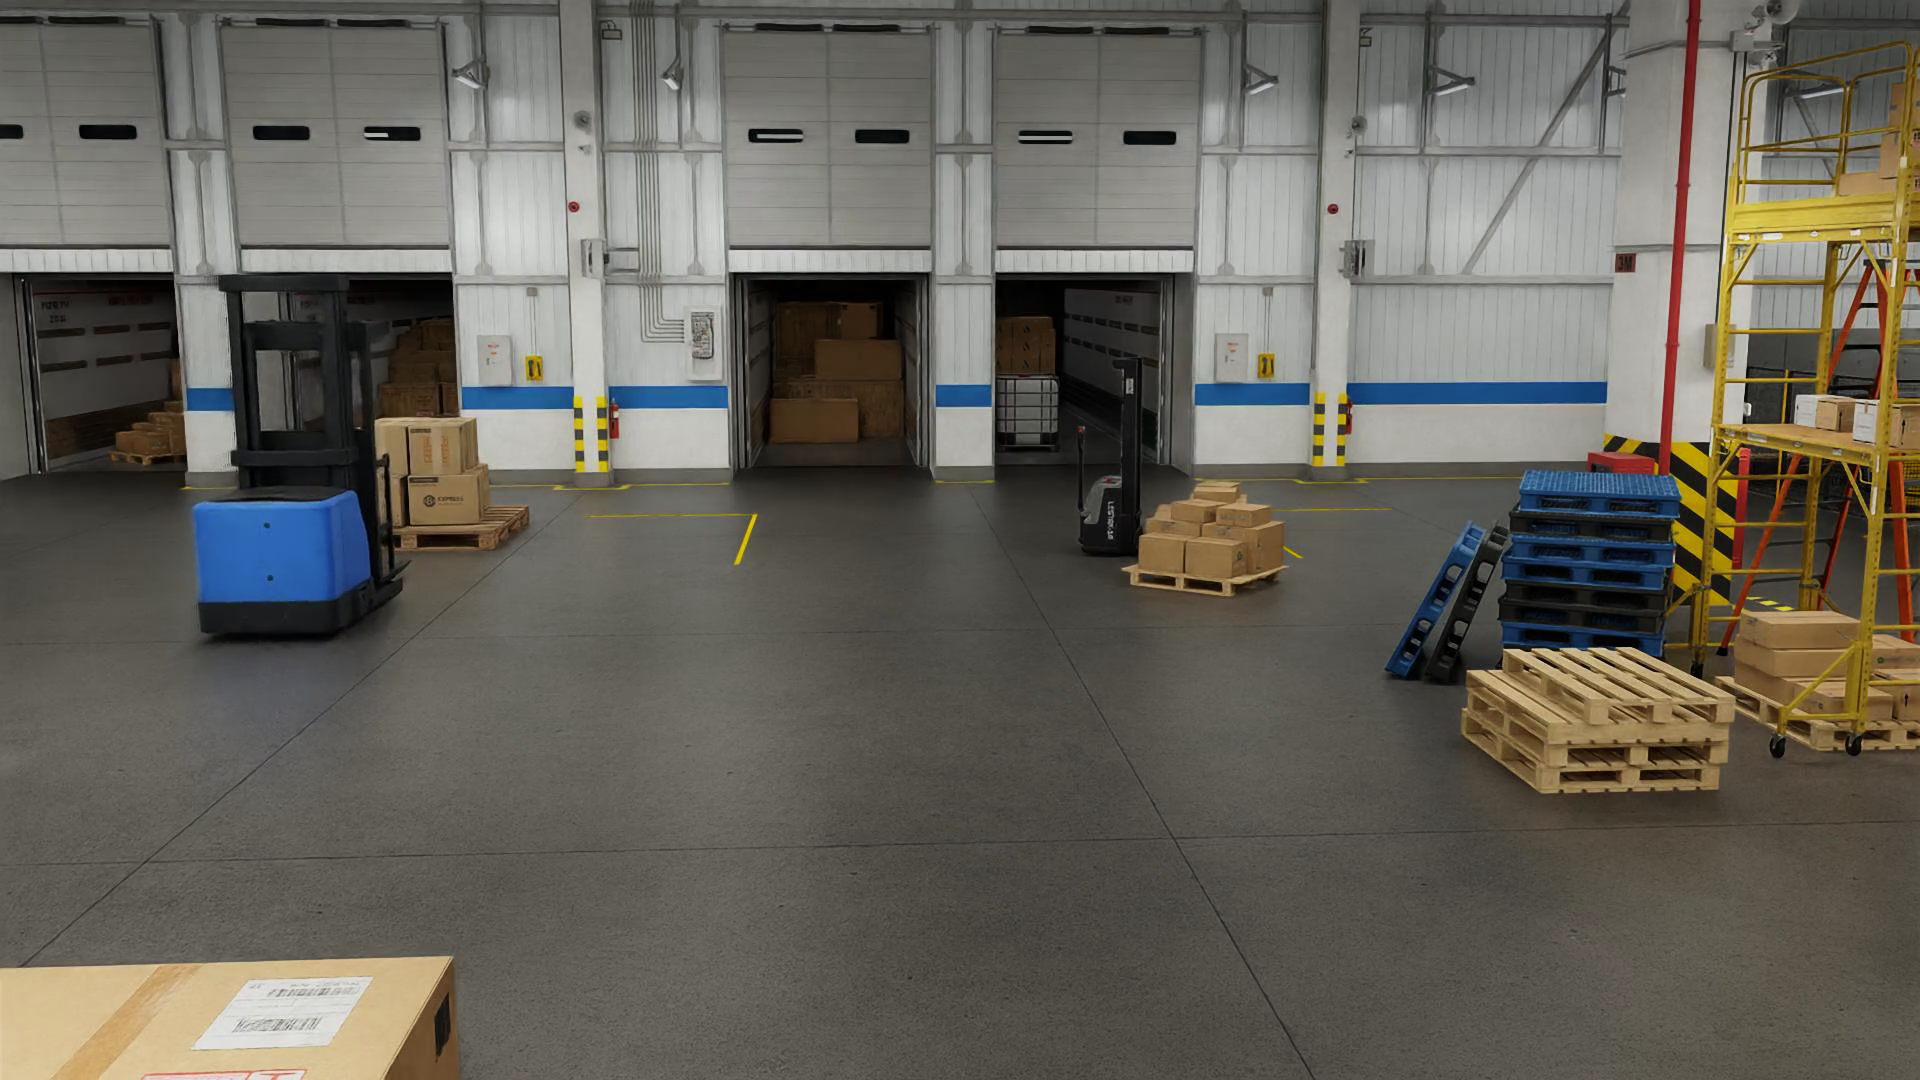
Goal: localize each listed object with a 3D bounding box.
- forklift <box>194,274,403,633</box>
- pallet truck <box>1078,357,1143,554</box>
[{"bbox_3d":[-5.405,-0.759,13.512,1.129,2.768,1.873,-1,9,-4],"label":"forklift"},{"bbox_3d":[2.088,-0.836,16.757,1.885,1.965,0.823,2,9,13],"label":"pallet truck"}]
